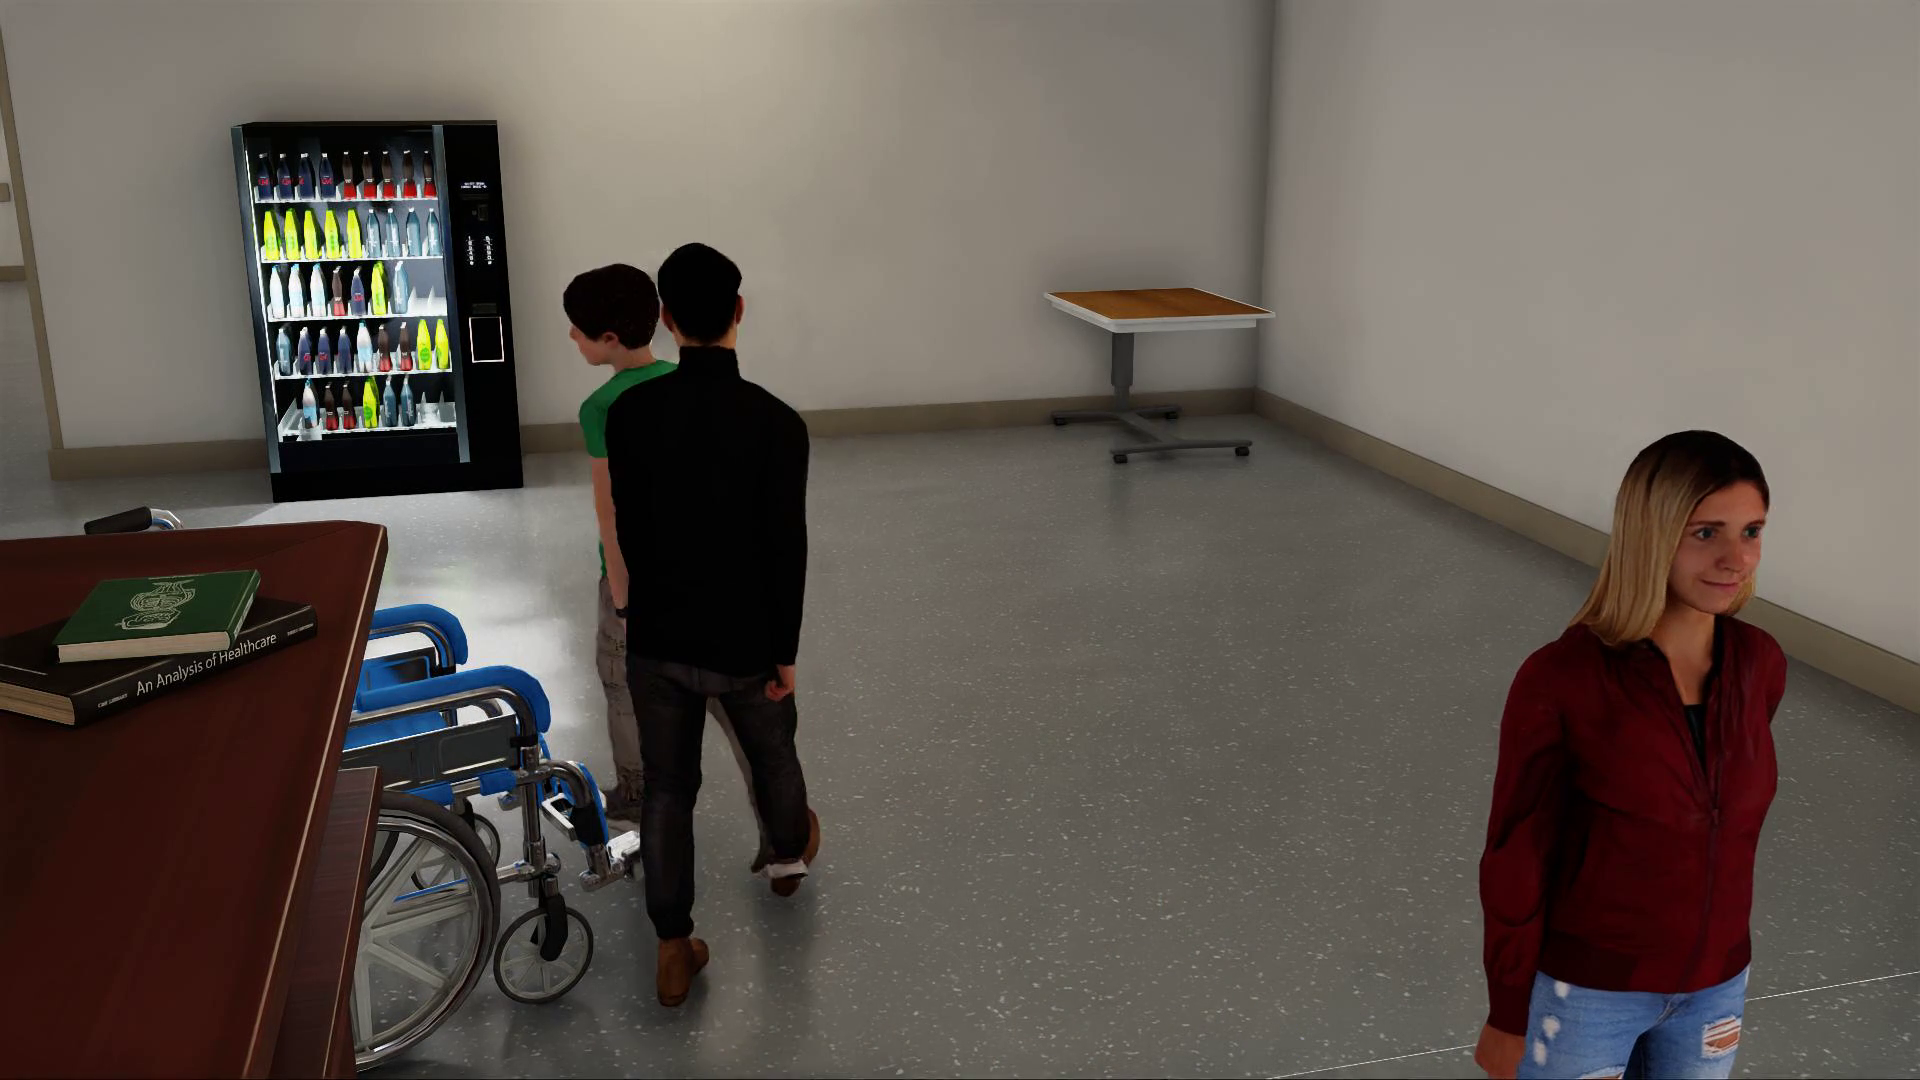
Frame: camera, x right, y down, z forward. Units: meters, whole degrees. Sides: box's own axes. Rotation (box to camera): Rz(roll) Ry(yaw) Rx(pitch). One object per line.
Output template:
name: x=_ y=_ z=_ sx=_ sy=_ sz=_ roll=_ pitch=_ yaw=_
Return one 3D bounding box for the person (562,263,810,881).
person: x=-0.683 y=0.130 z=4.226 sx=1.178 sy=1.615 sz=1.102 roll=-14 pitch=21 yaw=-41

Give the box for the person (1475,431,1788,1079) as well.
person: x=0.950 y=0.639 z=2.387 sx=0.464 sy=1.634 sz=0.676 roll=-6 pitch=17 yaw=-19

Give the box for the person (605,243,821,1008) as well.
person: x=-0.598 y=0.224 z=3.766 sx=1.068 sy=1.684 sz=0.939 roll=2 pitch=16 yaw=6
